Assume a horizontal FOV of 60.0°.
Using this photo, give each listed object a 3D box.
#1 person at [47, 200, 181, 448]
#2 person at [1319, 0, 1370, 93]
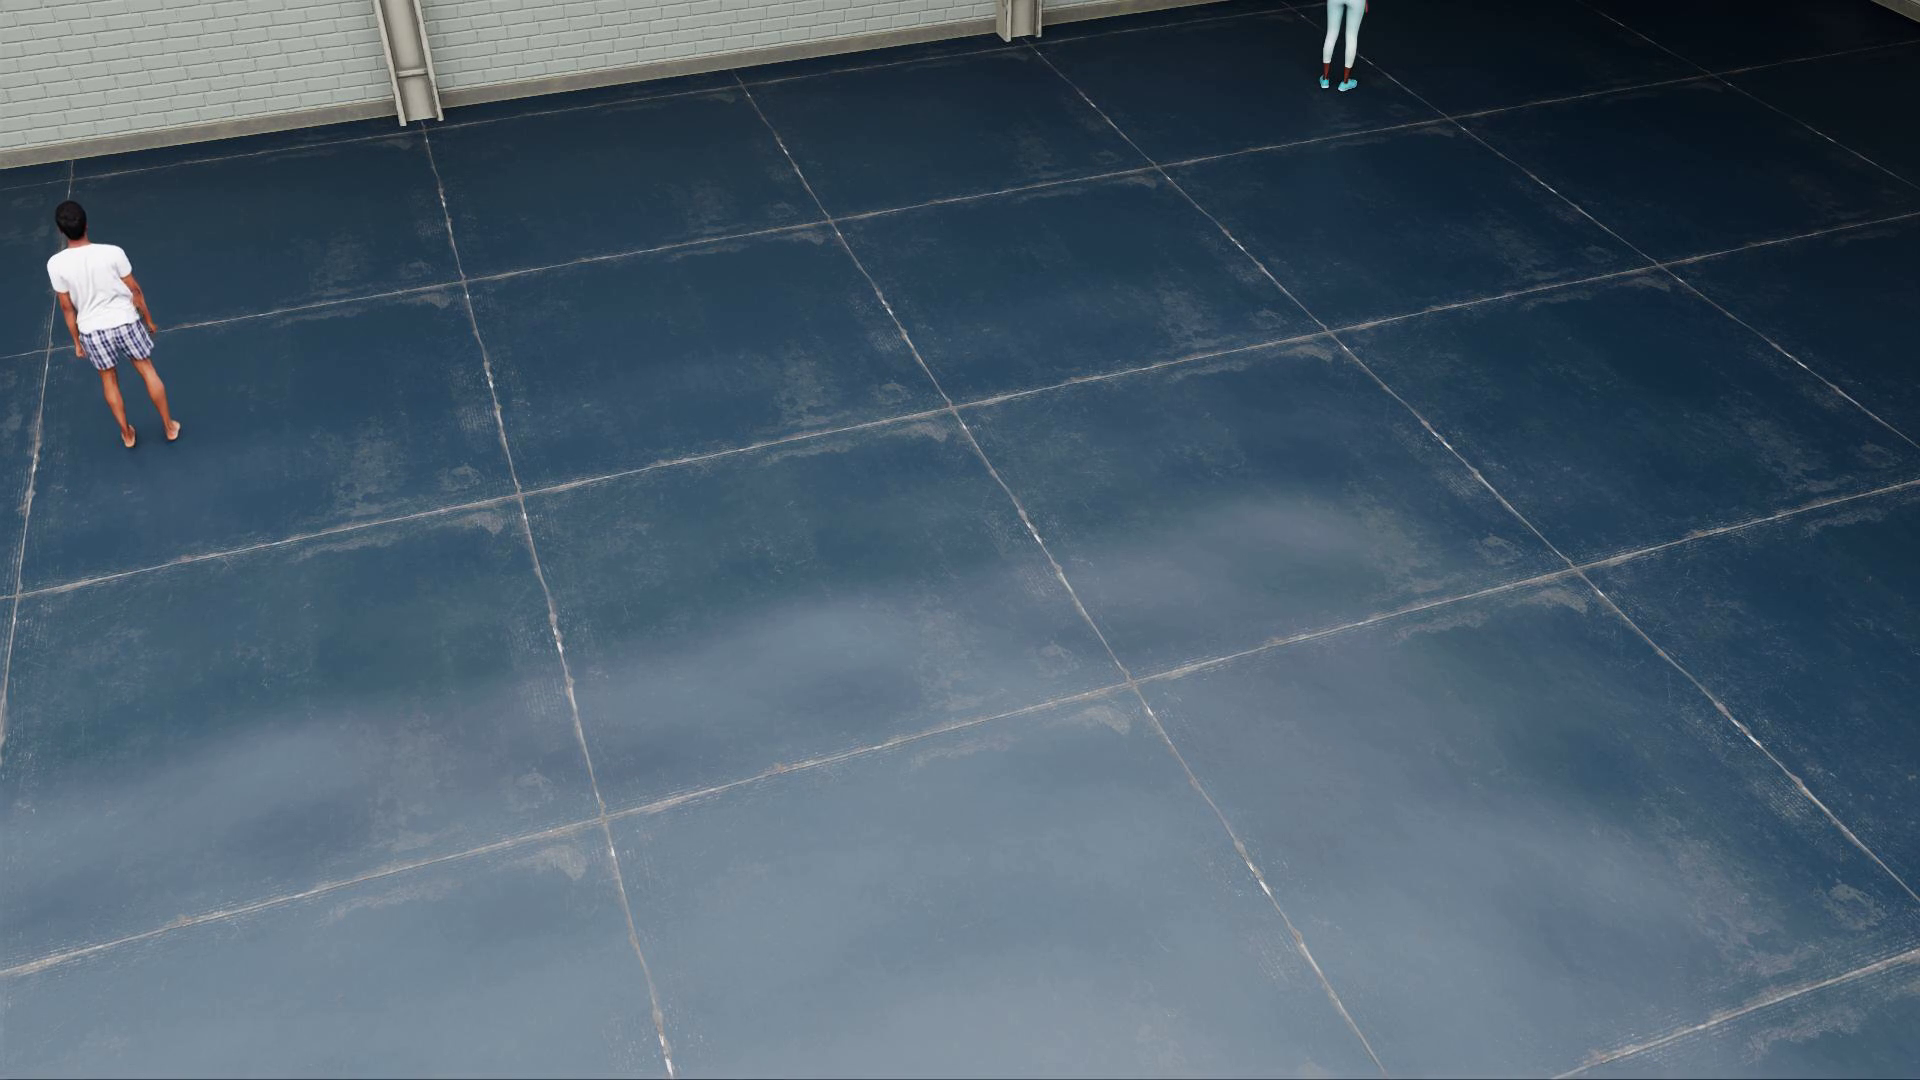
[{"bbox_3d":[-5.531,-1.379,10.822,0.472,1.727,0.706,-13,40,-16],"label":"person"},{"bbox_3d":[3.622,-5.070,15.542,0.644,1.725,0.710,14,40,18],"label":"person"}]
